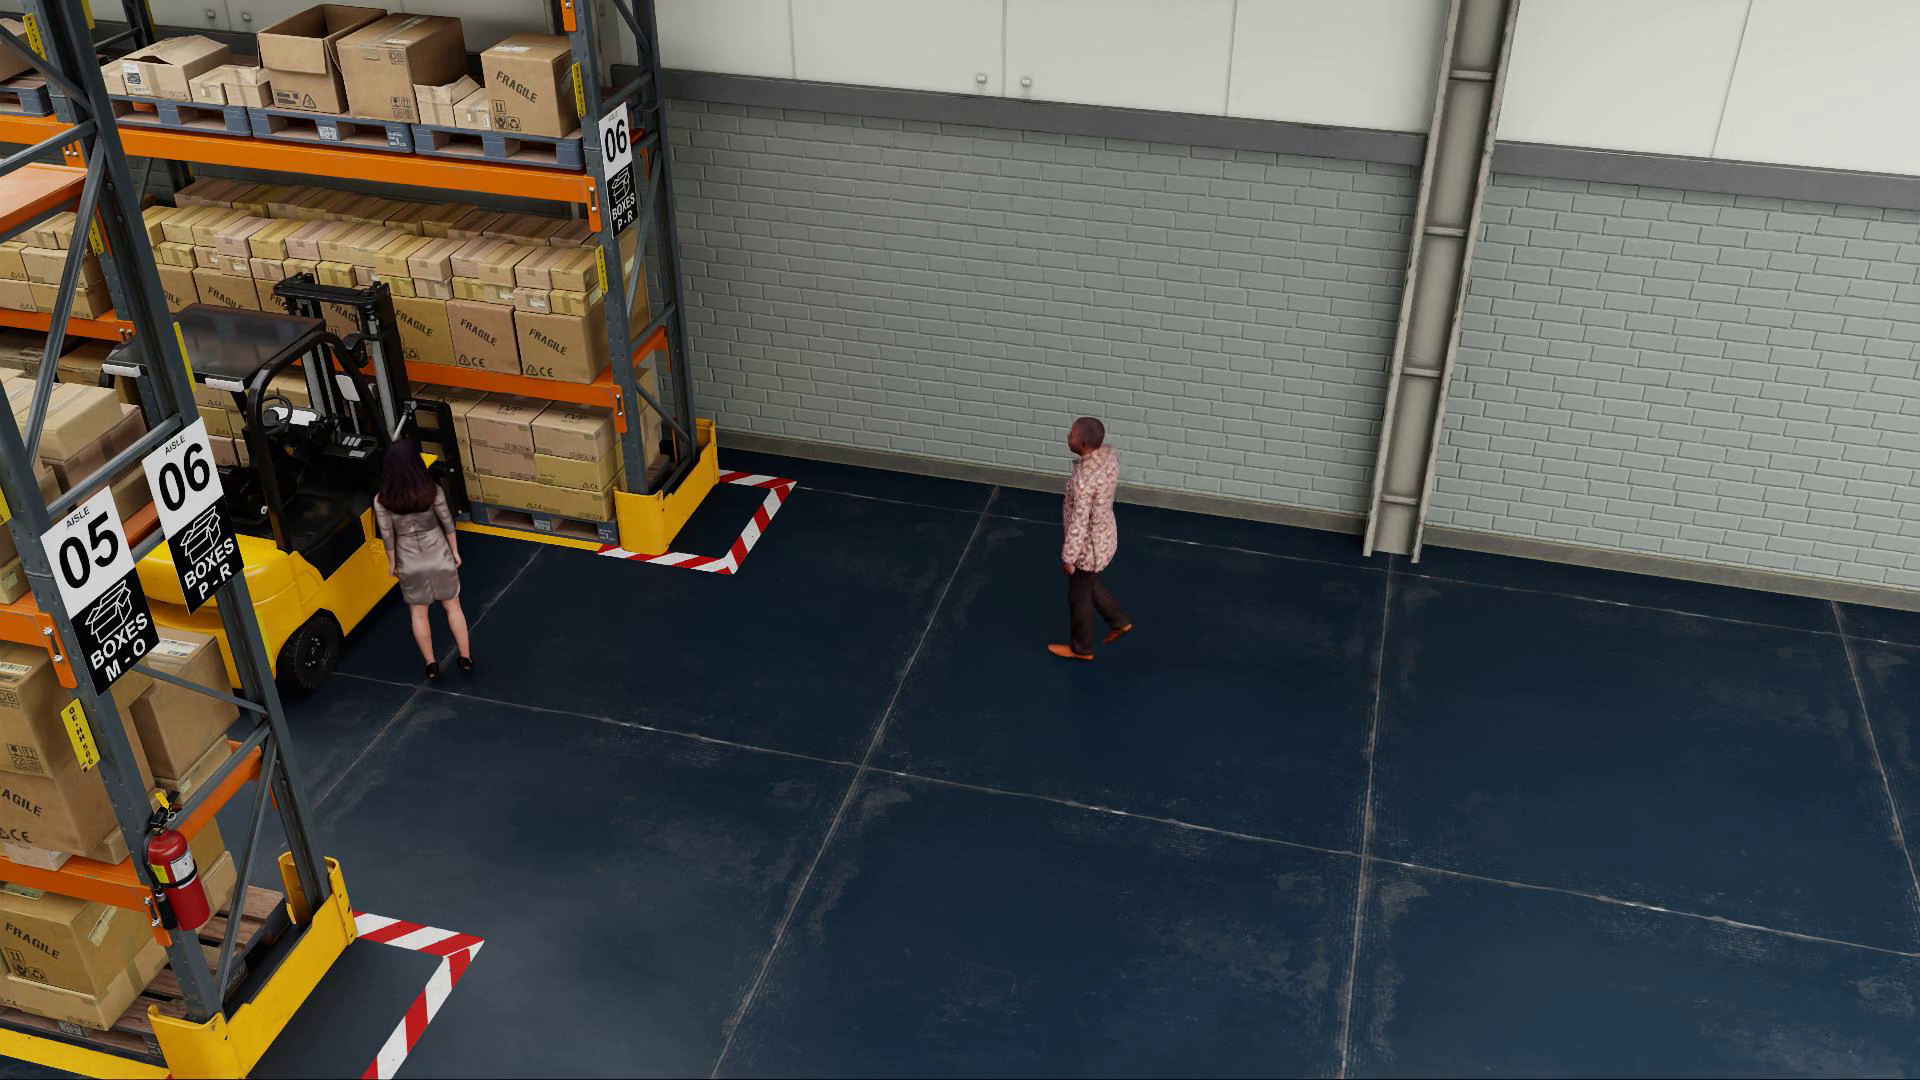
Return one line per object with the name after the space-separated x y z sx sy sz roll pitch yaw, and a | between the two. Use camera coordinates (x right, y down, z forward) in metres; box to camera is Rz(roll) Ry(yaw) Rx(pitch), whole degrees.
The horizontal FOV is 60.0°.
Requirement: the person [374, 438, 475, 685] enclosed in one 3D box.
-3.351 0.142 10.417 0.619 1.746 0.731 -9 34 -14 | person

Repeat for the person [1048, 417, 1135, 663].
0.901 0.029 10.549 0.827 1.793 0.783 15 36 21 | person
